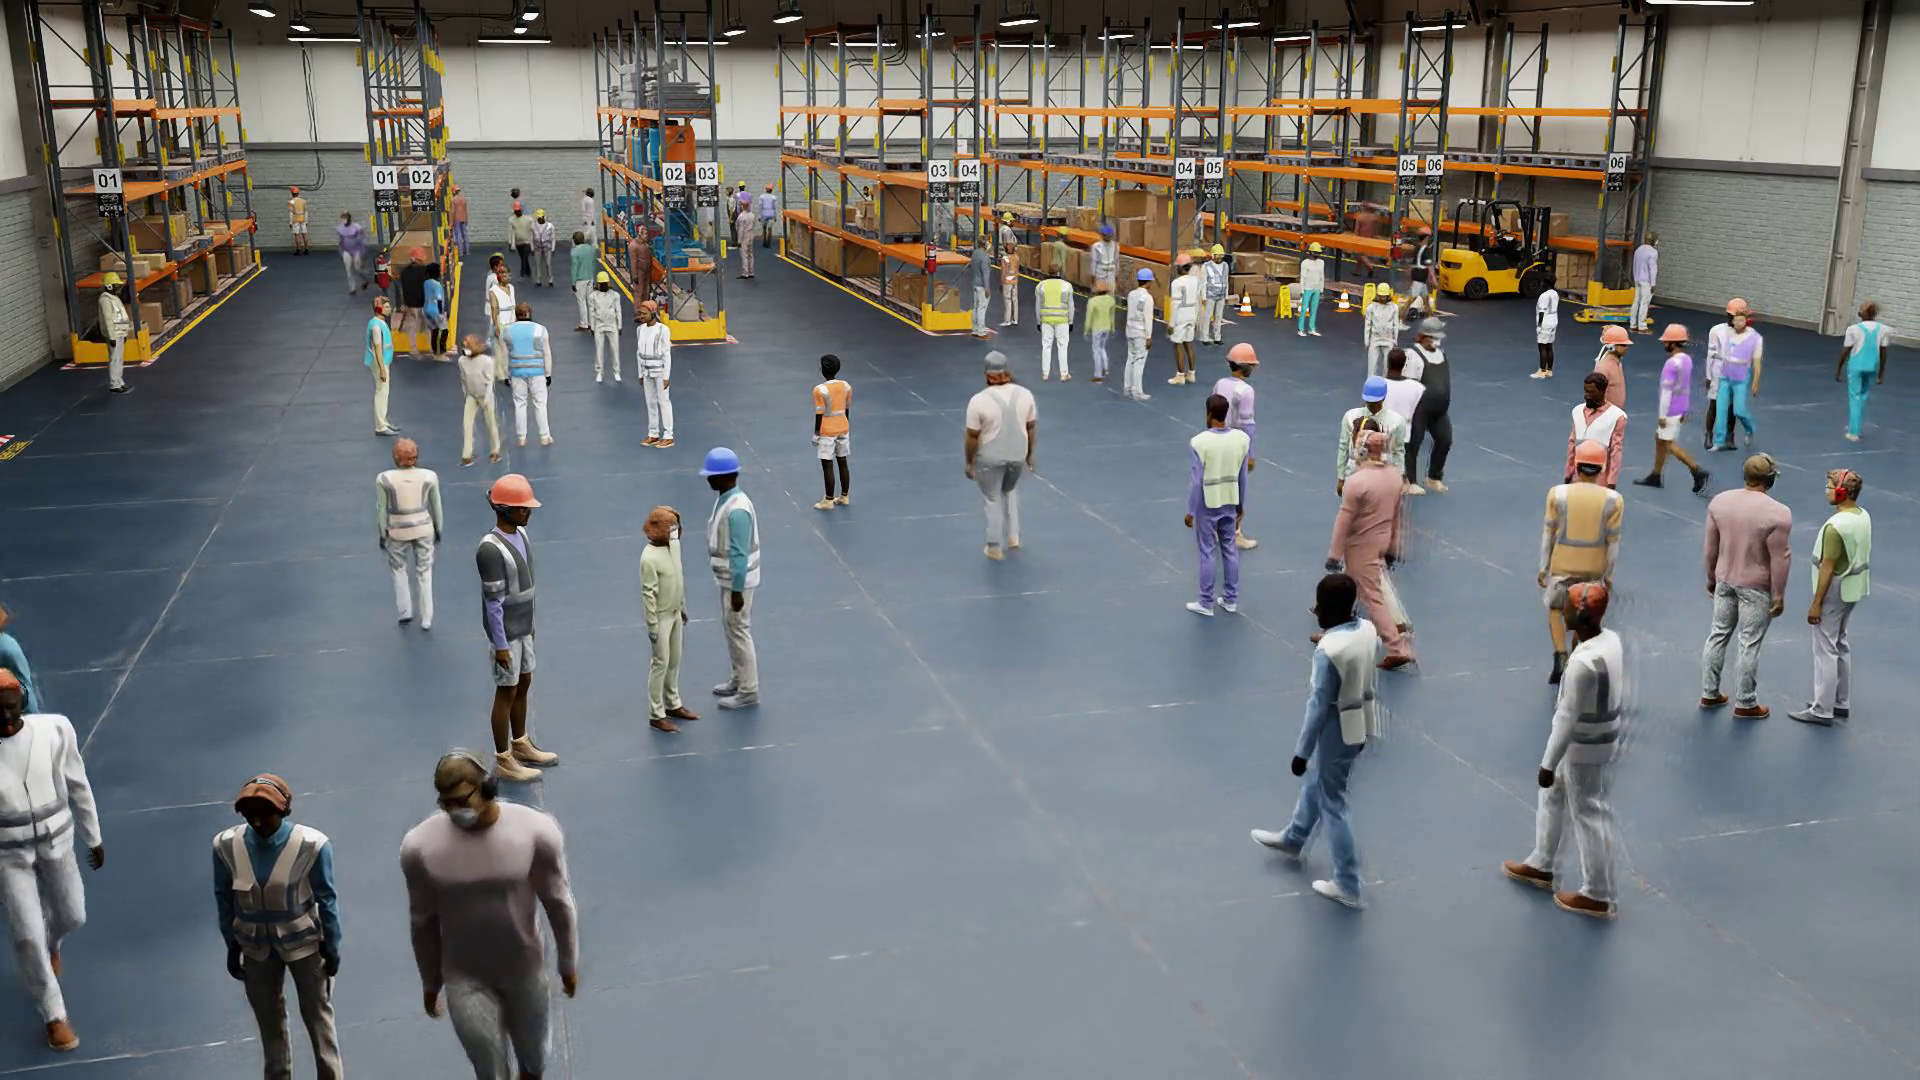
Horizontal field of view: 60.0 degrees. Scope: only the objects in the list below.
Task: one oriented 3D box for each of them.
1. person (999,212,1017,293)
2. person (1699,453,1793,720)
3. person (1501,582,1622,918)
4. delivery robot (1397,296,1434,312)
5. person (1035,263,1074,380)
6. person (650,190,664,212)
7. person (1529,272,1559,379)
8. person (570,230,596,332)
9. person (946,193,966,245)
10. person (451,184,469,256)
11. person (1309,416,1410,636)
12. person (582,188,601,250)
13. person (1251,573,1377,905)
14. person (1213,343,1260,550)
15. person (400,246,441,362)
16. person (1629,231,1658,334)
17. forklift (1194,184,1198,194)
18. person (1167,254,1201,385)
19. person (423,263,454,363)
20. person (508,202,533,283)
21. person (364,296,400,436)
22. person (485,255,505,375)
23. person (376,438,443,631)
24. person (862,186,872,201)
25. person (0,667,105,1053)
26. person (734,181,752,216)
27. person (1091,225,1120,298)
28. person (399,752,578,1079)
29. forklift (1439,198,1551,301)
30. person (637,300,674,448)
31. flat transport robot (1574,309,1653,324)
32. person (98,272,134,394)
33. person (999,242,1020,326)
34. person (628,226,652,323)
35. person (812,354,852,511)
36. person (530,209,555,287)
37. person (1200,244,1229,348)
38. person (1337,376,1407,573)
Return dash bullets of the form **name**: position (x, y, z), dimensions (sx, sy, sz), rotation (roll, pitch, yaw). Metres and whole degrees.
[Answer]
- **person**: position (1.096, -6.547, 37.963), dimensions (0.404, 1.837, 0.595), rotation (-4, 15, -14)
- **person**: position (5.618, 0.328, 11.900), dimensions (0.365, 1.939, 0.636), rotation (-9, 17, -31)
- **person**: position (3.288, 1.115, 9.084), dimensions (0.785, 1.854, 0.623), rotation (10, 18, 34)
- **delivery robot**: position (9.192, -4.770, 33.554), dimensions (0.707, 0.478, 0.477), rotation (-6, 16, -21)
- **person**: position (1.506, -3.443, 26.289), dimensions (0.619, 1.838, 0.430), rotation (4, 15, 14)
- **person**: position (-8.513, -9.069, 47.289), dimensions (0.590, 1.923, 0.383), rotation (2, 15, 7)
- **person**: position (9.308, -3.403, 26.418), dimensions (0.321, 1.689, 0.530), rotation (12, 19, 37)
- **person**: position (-7.191, -4.936, 31.735), dimensions (0.377, 1.929, 0.633), rotation (8, 17, 27)
- **person**: position (-0.165, -9.774, 50.577), dimensions (0.514, 1.583, 0.852), rotation (10, 18, 34)
- **person**: position (-14.228, -9.074, 47.174), dimensions (0.400, 1.989, 0.623), rotation (8, 17, 26)
- **person**: position (3.375, -0.113, 13.810), dimensions (0.995, 1.822, 0.549), rotation (13, 20, 40)
- **person**: position (-10.895, -9.381, 48.668), dimensions (0.779, 1.825, 0.636), rotation (-8, 17, -27)
- **person**: position (1.957, 1.062, 9.280), dimensions (0.801, 1.868, 0.625), rotation (9, 18, 31)
- **person**: position (2.738, -0.923, 16.409), dimensions (0.395, 2.039, 0.614), rotation (-6, 16, -23)
- **person**: position (-9.060, -3.963, 28.016), dimensions (0.905, 1.945, 0.628), rotation (12, 19, 37)
- **person**: position (12.956, -4.867, 31.445), dimensions (0.355, 1.938, 0.637), rotation (-3, 15, -10)
- **forklift**: position (7.392, -11.333, 53.972), dimensions (1.873, 2.768, 1.129), rotation (-4, 15, -15)
- **person**: position (3.468, -3.420, 25.864), dimensions (0.617, 2.017, 0.510), rotation (-14, 20, -41)
- **person**: position (-8.811, -3.816, 27.998), dimensions (0.569, 1.686, 0.400), rotation (13, 20, 41)
- **person**: position (-10.610, -7.217, 40.300), dimensions (0.625, 1.935, 1.061), rotation (2, 15, 8)
- **person**: position (-7.662, -2.298, 21.989), dimensions (0.392, 1.836, 0.561), rotation (-4, 15, -15)
- **person**: position (-7.456, -3.621, 26.797), dimensions (0.375, 1.917, 0.599), rotation (-6, 16, -20)
- **person**: position (-4.599, -0.053, 13.938), dimensions (0.541, 1.620, 0.499), rotation (-7, 16, -23)
- **person**: position (-2.716, -9.531, 49.164), dimensions (0.502, 1.859, 0.338), rotation (12, 19, 37)
- **person**: position (-4.423, 1.440, 7.859), dimensions (0.613, 1.867, 0.738), rotation (-14, 21, -43)
- **person**: position (-6.592, -9.942, 50.573), dimensions (0.585, 1.923, 0.376), rotation (-10, 18, -33)
- **person**: position (2.906, -5.376, 33.471), dimensions (0.608, 1.902, 1.009), rotation (-3, 15, -10)
- **person**: position (-1.898, 1.702, 6.796), dimensions (0.656, 1.909, 0.735), rotation (-3, 15, -13)
- **forklift**: position (11.913, -6.508, 37.130), dimensions (2.313, 2.155, 1.214), rotation (-4, 15, -15)
- **person**: position (-3.899, -2.115, 21.215), dimensions (0.576, 1.879, 0.356), rotation (11, 18, 35)
- **flat transport robot**: position (13.030, -4.469, 33.146), dimensions (1.431, 0.197, 0.652), rotation (4, 16, 16)
- **person**: position (-12.732, -3.119, 25.088), dimensions (0.403, 1.826, 0.594), rotation (-4, 15, -15)
- **person**: position (0.969, -5.007, 32.548), dimensions (0.307, 1.641, 0.512), rotation (12, 19, 38)
- **person**: position (-6.324, -5.284, 33.108), dimensions (0.400, 1.898, 0.650), rotation (5, 16, 18)
- **person**: position (-1.388, -1.163, 17.973), dimensions (0.317, 1.696, 0.539), rotation (12, 19, 38)
- **person**: position (-9.833, -6.872, 39.196), dimensions (0.590, 1.833, 0.403), rotation (-1, 15, -4)
- **person**: position (4.575, -4.373, 29.791), dimensions (0.586, 1.833, 0.403), rotation (-8, 17, -27)
- **person**: position (3.739, -0.547, 15.192), dimensions (0.603, 1.938, 0.402), rotation (6, 16, 20)
